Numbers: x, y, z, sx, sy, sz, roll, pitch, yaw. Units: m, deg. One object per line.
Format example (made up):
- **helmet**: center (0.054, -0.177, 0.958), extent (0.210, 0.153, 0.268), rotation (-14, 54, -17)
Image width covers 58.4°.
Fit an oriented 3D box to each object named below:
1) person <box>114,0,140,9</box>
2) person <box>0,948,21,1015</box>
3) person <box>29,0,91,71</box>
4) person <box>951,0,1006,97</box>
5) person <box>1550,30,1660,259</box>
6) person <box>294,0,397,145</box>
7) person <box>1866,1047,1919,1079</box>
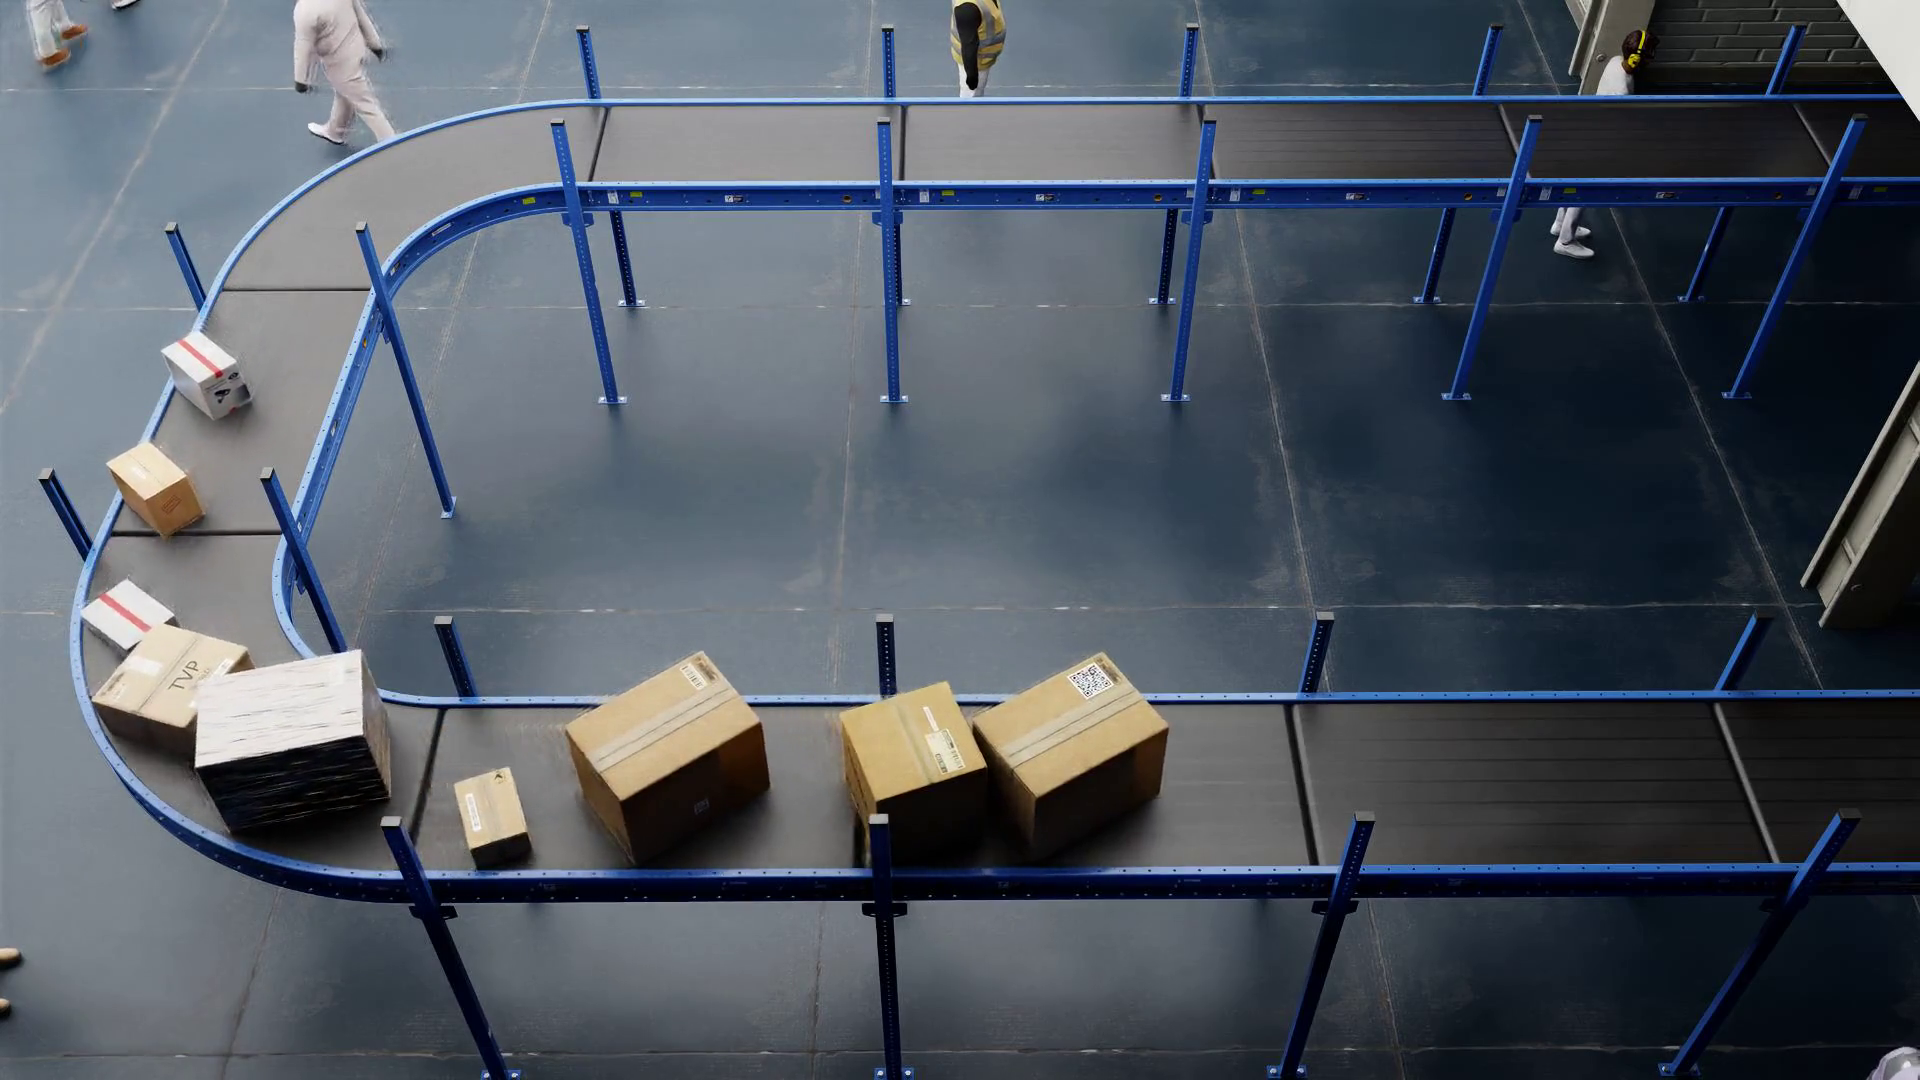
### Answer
- **person**: center (-7.679, -5.723, 15.323), extent (0.640, 1.890, 0.652), rotation (18, 50, 16)
- **person**: center (-5.113, 1.762, 8.470), extent (0.317, 1.695, 0.540), rotation (-6, 47, -6)
- **person**: center (-7.865, -4.998, 14.634), extent (0.614, 1.910, 0.800), rotation (21, 50, 19)
- **person**: center (0.147, -3.840, 13.603), extent (0.429, 1.841, 0.634), rotation (7, 47, 6)
- **person**: center (4.774, -2.947, 12.758), extent (0.317, 1.863, 0.501), rotation (6, 47, 6)
- **person**: center (-4.941, -3.799, 13.561), extent (1.004, 1.846, 0.681), rotation (9, 48, 8)
- **person**: center (4.021, 2.693, 7.440), extent (0.373, 1.934, 0.565), rotation (-2, 47, -2)
